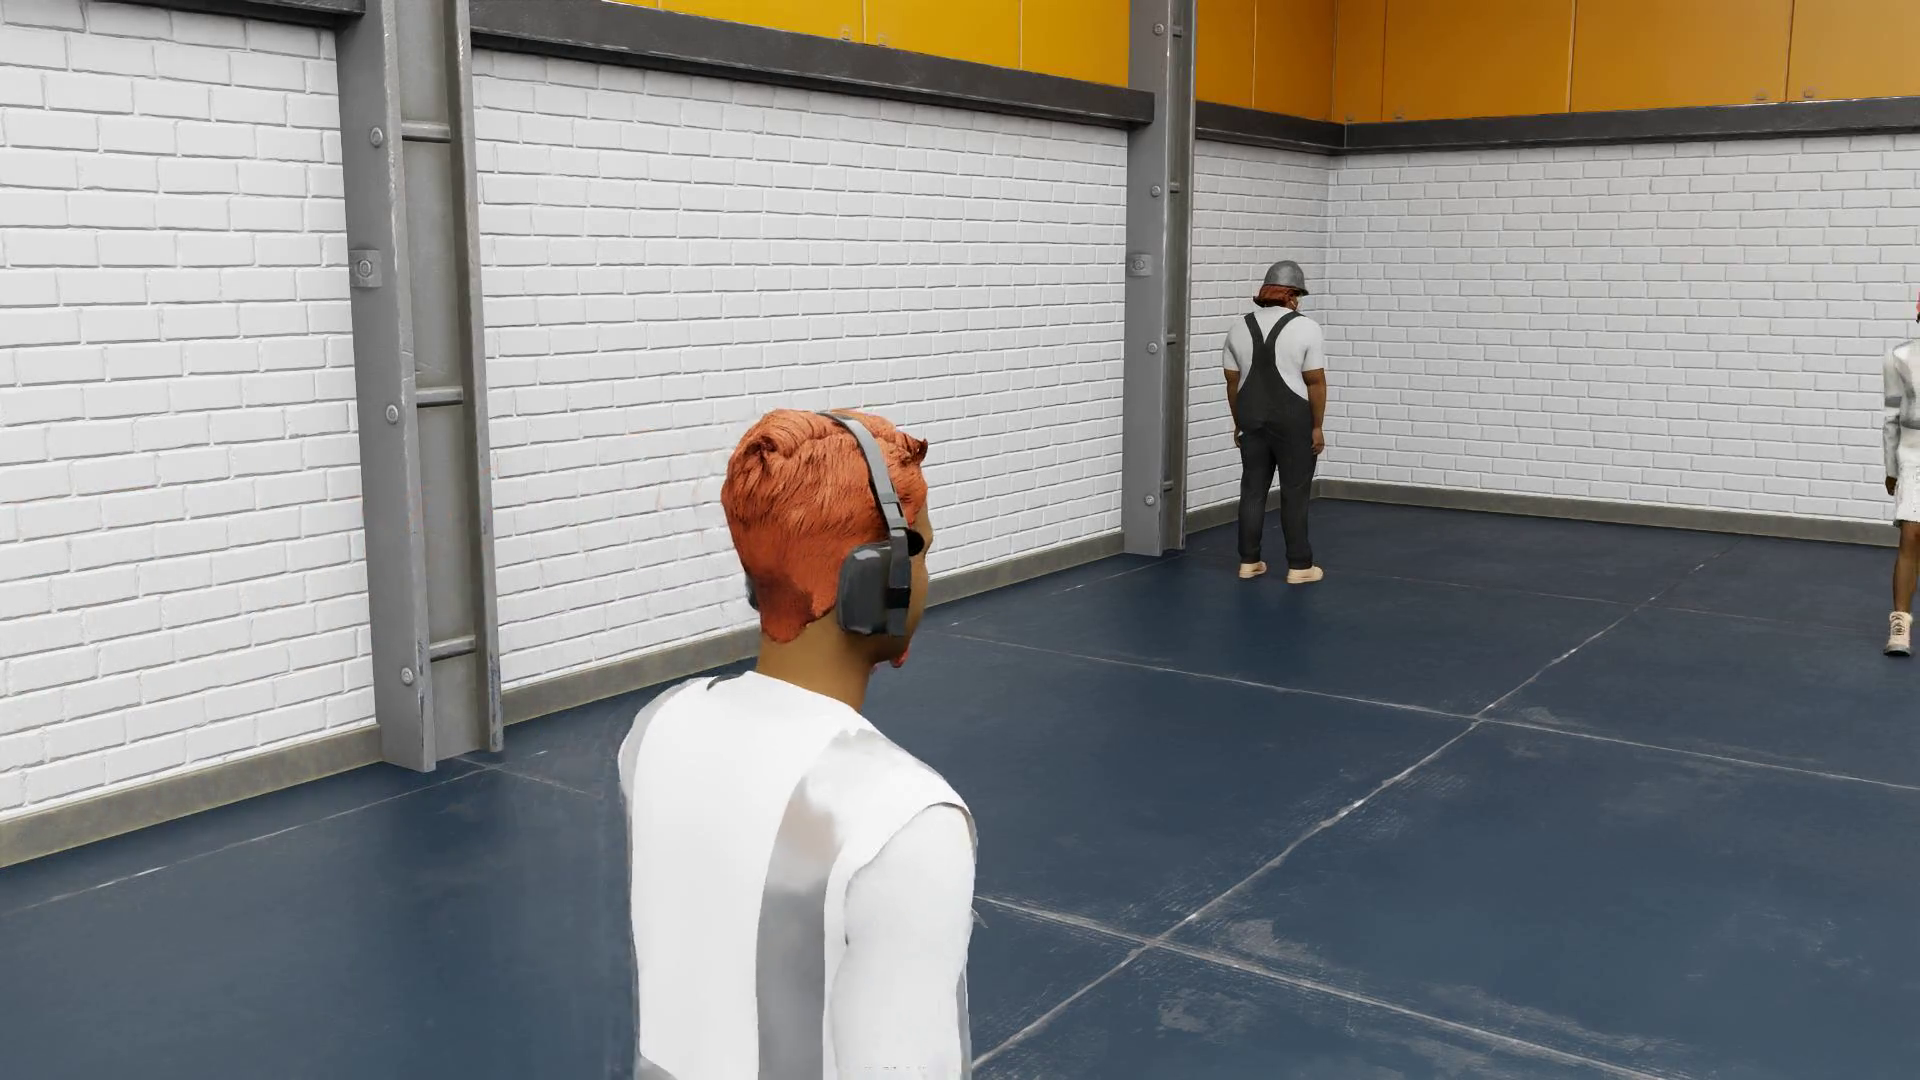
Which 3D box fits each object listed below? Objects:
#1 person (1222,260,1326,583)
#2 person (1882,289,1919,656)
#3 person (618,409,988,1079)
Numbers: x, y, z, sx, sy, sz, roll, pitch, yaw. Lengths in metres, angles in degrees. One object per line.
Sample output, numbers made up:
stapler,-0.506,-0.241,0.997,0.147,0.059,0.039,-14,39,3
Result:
person,2.037,-0.756,10.543,0.673,2.000,0.535,7,12,37
person,5.136,-0.409,8.711,0.612,1.984,1.113,6,11,32
person,-0.202,0.799,1.776,0.474,1.871,0.592,-8,13,-40
